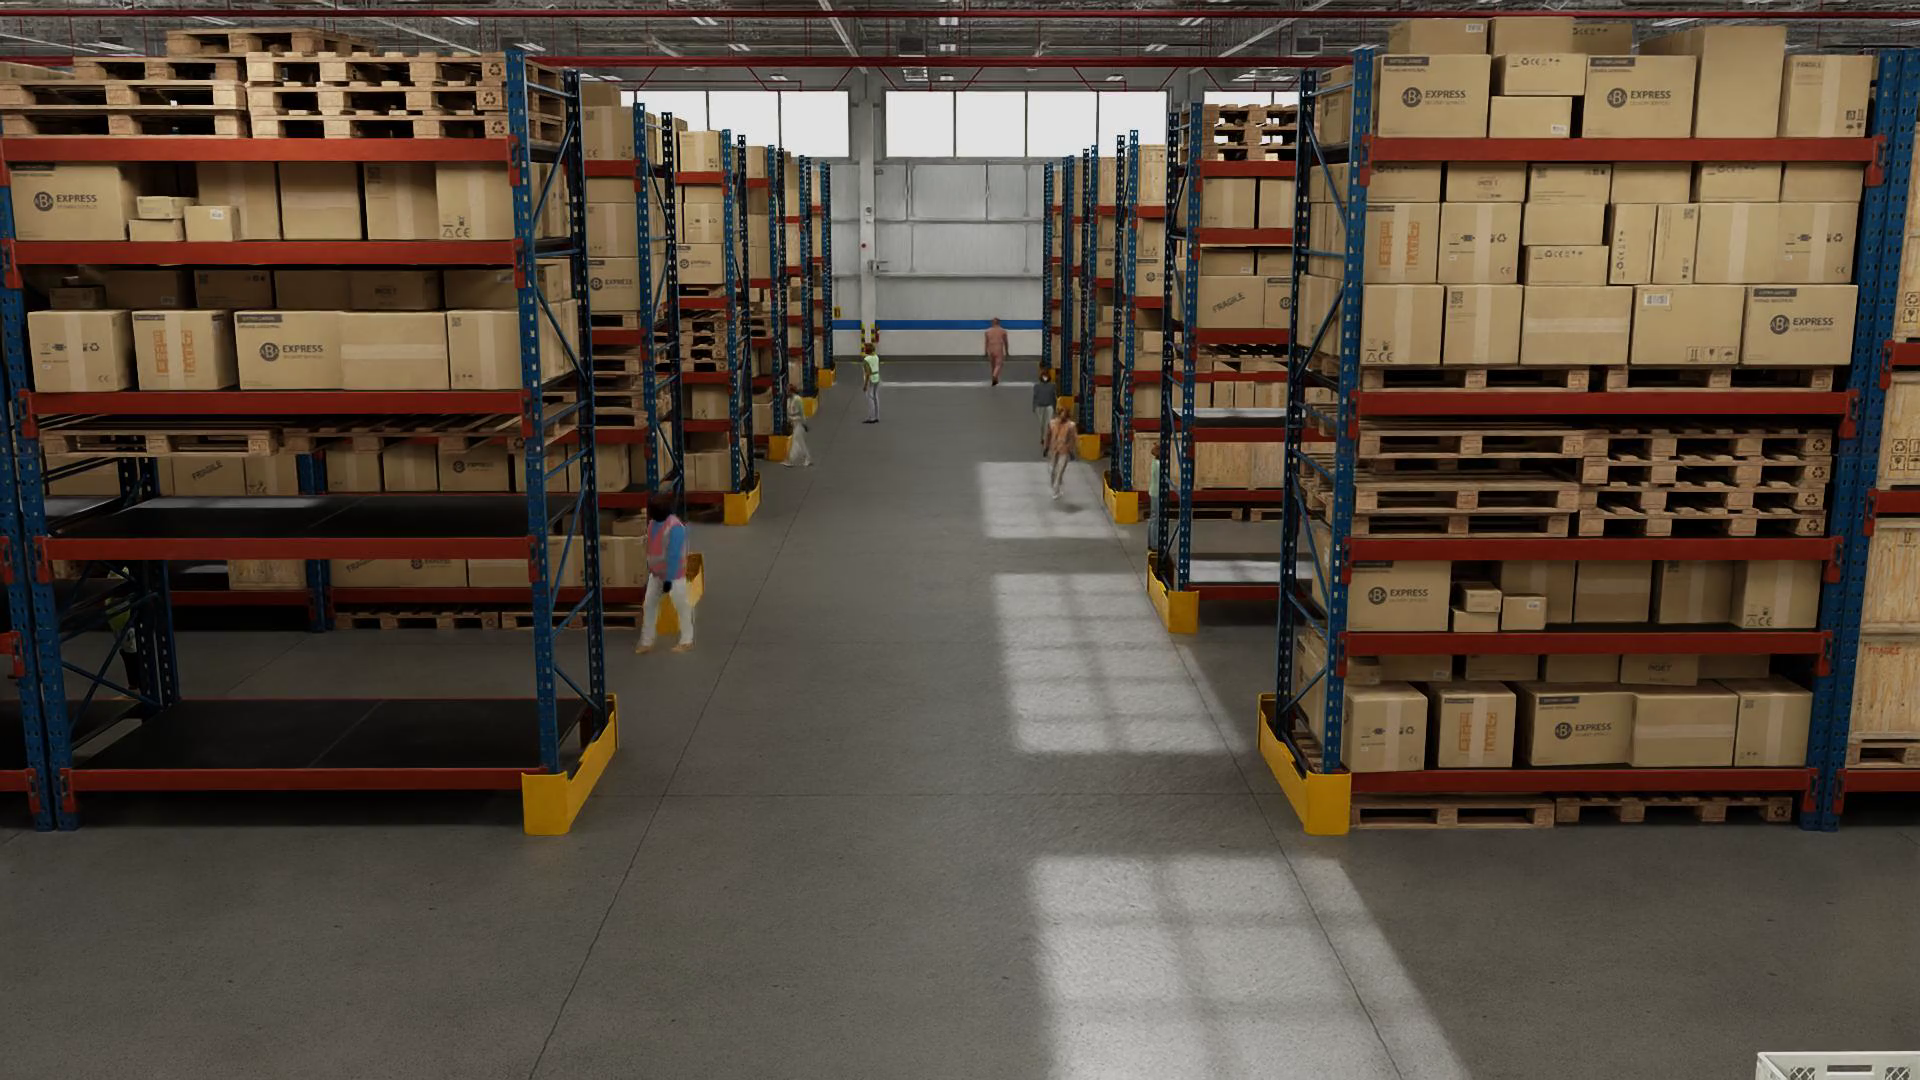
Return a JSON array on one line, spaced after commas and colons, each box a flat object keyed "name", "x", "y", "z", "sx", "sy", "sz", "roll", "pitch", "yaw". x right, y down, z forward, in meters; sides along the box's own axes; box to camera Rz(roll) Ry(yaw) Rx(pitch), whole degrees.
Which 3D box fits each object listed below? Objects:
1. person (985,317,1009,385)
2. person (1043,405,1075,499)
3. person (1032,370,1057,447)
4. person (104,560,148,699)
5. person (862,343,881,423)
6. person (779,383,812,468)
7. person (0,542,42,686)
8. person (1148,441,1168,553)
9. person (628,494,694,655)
[{"name": "person", "x": 0.996, "y": -5.233, "z": 46.131, "sx": 0.642, "sy": 1.881, "sz": 0.760, "roll": 5, "pitch": 12, "yaw": 22}, {"name": "person", "x": 1.687, "y": -1.499, "z": 28.287, "sx": 0.542, "sy": 1.617, "sz": 0.425, "roll": 2, "pitch": 12, "yaw": 9}, {"name": "person", "x": 1.754, "y": -2.731, "z": 34.445, "sx": 0.518, "sy": 1.579, "sz": 0.868, "roll": 0, "pitch": 11, "yaw": -1}, {"name": "person", "x": -8.296, "y": 0.835, "z": 16.507, "sx": 0.316, "sy": 1.695, "sz": 0.541, "roll": -11, "pitch": 16, "yaw": -43}, {"name": "person", "x": -2.028, "y": -3.587, "z": 38.048, "sx": 0.392, "sy": 1.847, "sz": 0.563, "roll": 5, "pitch": 12, "yaw": 23}, {"name": "person", "x": -3.129, "y": -2.178, "z": 31.665, "sx": 0.744, "sy": 1.593, "sz": 0.582, "roll": -8, "pitch": 14, "yaw": -34}, {"name": "person", "x": -9.815, "y": 0.564, "z": 17.333, "sx": 0.406, "sy": 1.904, "sz": 0.654, "roll": -9, "pitch": 15, "yaw": -39}, {"name": "person", "x": 2.849, "y": -0.614, "z": 23.848, "sx": 0.283, "sy": 1.633, "sz": 0.498, "roll": -1, "pitch": 11, "yaw": -3}, {"name": "person", "x": -3.322, "y": 0.403, "z": 18.369, "sx": 0.641, "sy": 1.806, "sz": 0.829, "roll": 11, "pitch": 16, "yaw": 44}]
